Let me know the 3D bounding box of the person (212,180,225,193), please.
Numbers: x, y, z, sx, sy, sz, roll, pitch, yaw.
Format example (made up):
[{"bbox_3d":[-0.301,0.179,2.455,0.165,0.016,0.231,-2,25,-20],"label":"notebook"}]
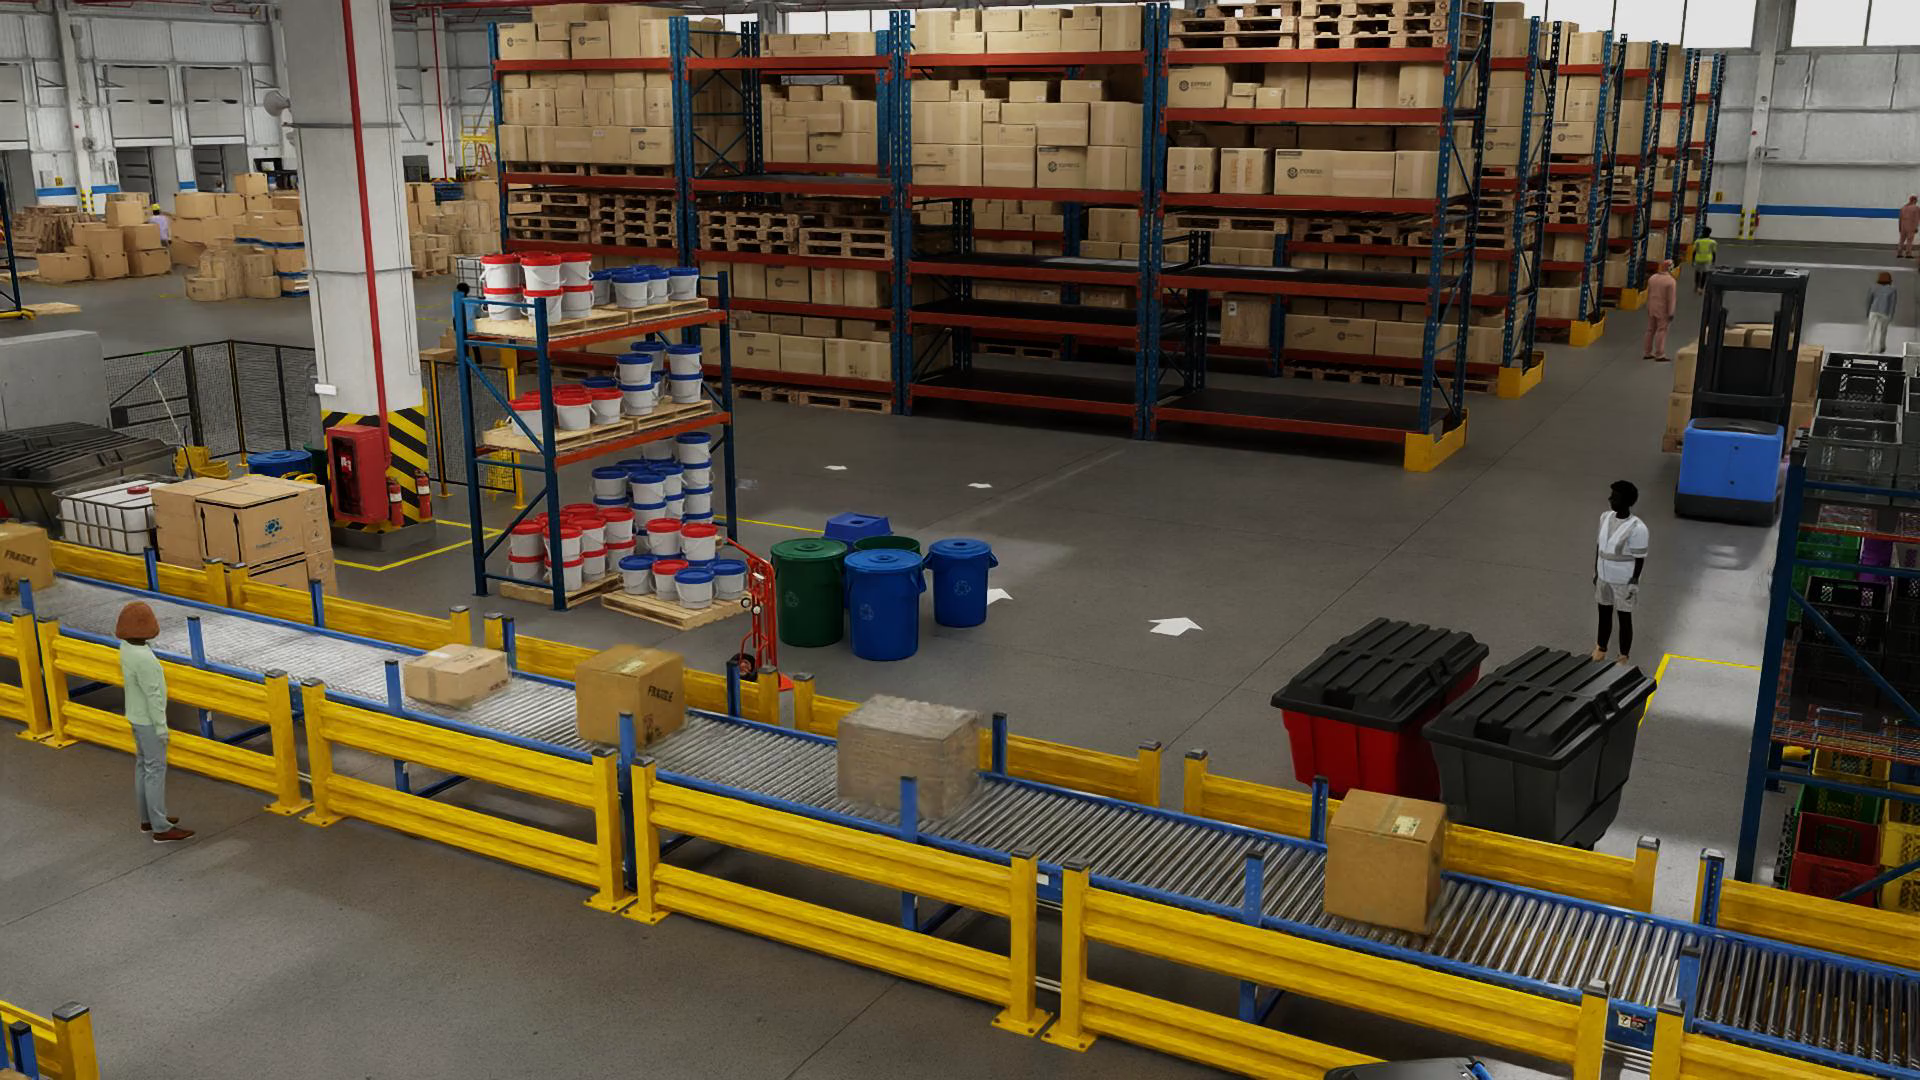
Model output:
[{"bbox_3d":[-26.731,-12.032,60.146,0.627,1.934,0.372,10,18,32],"label":"person"}]

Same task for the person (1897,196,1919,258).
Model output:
[{"bbox_3d":[29.204,-9.625,51.154,0.401,1.904,0.651,-6,16,-23],"label":"person"}]

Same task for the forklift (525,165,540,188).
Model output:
[{"bbox_3d":[-16.455,-13.596,64.211,1.873,2.768,1.129,1,15,2],"label":"forklift"}]

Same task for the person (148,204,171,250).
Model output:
[{"bbox_3d":[-22.699,-8.564,47.165,0.452,1.910,0.597,8,17,27],"label":"person"}]

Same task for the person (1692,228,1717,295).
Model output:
[{"bbox_3d":[18.706,-7.013,41.822,0.543,1.649,0.887,7,17,26],"label":"person"}]

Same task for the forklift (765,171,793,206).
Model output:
[{"bbox_3d":[-5.710,-10.508,52.602,1.129,2.768,1.873,8,17,28],"label":"forklift"}]

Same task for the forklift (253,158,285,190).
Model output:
[{"bbox_3d":[-23.585,-11.676,56.994,1.873,2.768,1.129,8,17,28],"label":"forklift"}]

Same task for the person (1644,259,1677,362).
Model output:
[{"bbox_3d":[13.140,-4.292,31.125,0.398,1.900,0.647,-6,16,-22],"label":"person"}]

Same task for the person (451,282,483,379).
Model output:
[{"bbox_3d":[-8.648,-3.677,29.226,0.545,1.683,0.335,-13,19,-39],"label":"person"}]

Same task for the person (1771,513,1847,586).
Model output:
[{"bbox_3d":[8.186,-0.229,15.820,0.538,1.918,0.820,-2,15,-8],"label":"person"}]

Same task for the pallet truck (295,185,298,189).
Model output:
[{"bbox_3d":[-26.804,-14.617,69.738,1.885,1.965,0.823,-14,20,-42],"label":"pallet truck"}]

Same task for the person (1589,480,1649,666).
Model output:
[{"bbox_3d":[5.595,0.319,14.166,0.322,1.697,0.535,-5,16,-20],"label":"person"}]

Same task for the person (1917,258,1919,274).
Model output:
[{"bbox_3d":[23.069,-6.452,39.255,0.824,1.878,0.680,-10,18,-34],"label":"person"}]

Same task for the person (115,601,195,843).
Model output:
[{"bbox_3d":[-5.352,1.193,10.994,0.275,1.636,0.507,-13,20,-40],"label":"person"}]

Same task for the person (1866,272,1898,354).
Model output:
[{"bbox_3d":[17.627,-4.335,31.858,0.522,1.581,0.852,12,19,38],"label":"person"}]

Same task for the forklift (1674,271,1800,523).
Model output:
[{"bbox_3d":[9.269,-1.763,19.726,1.129,2.768,1.873,8,17,27],"label":"forklift"}]
